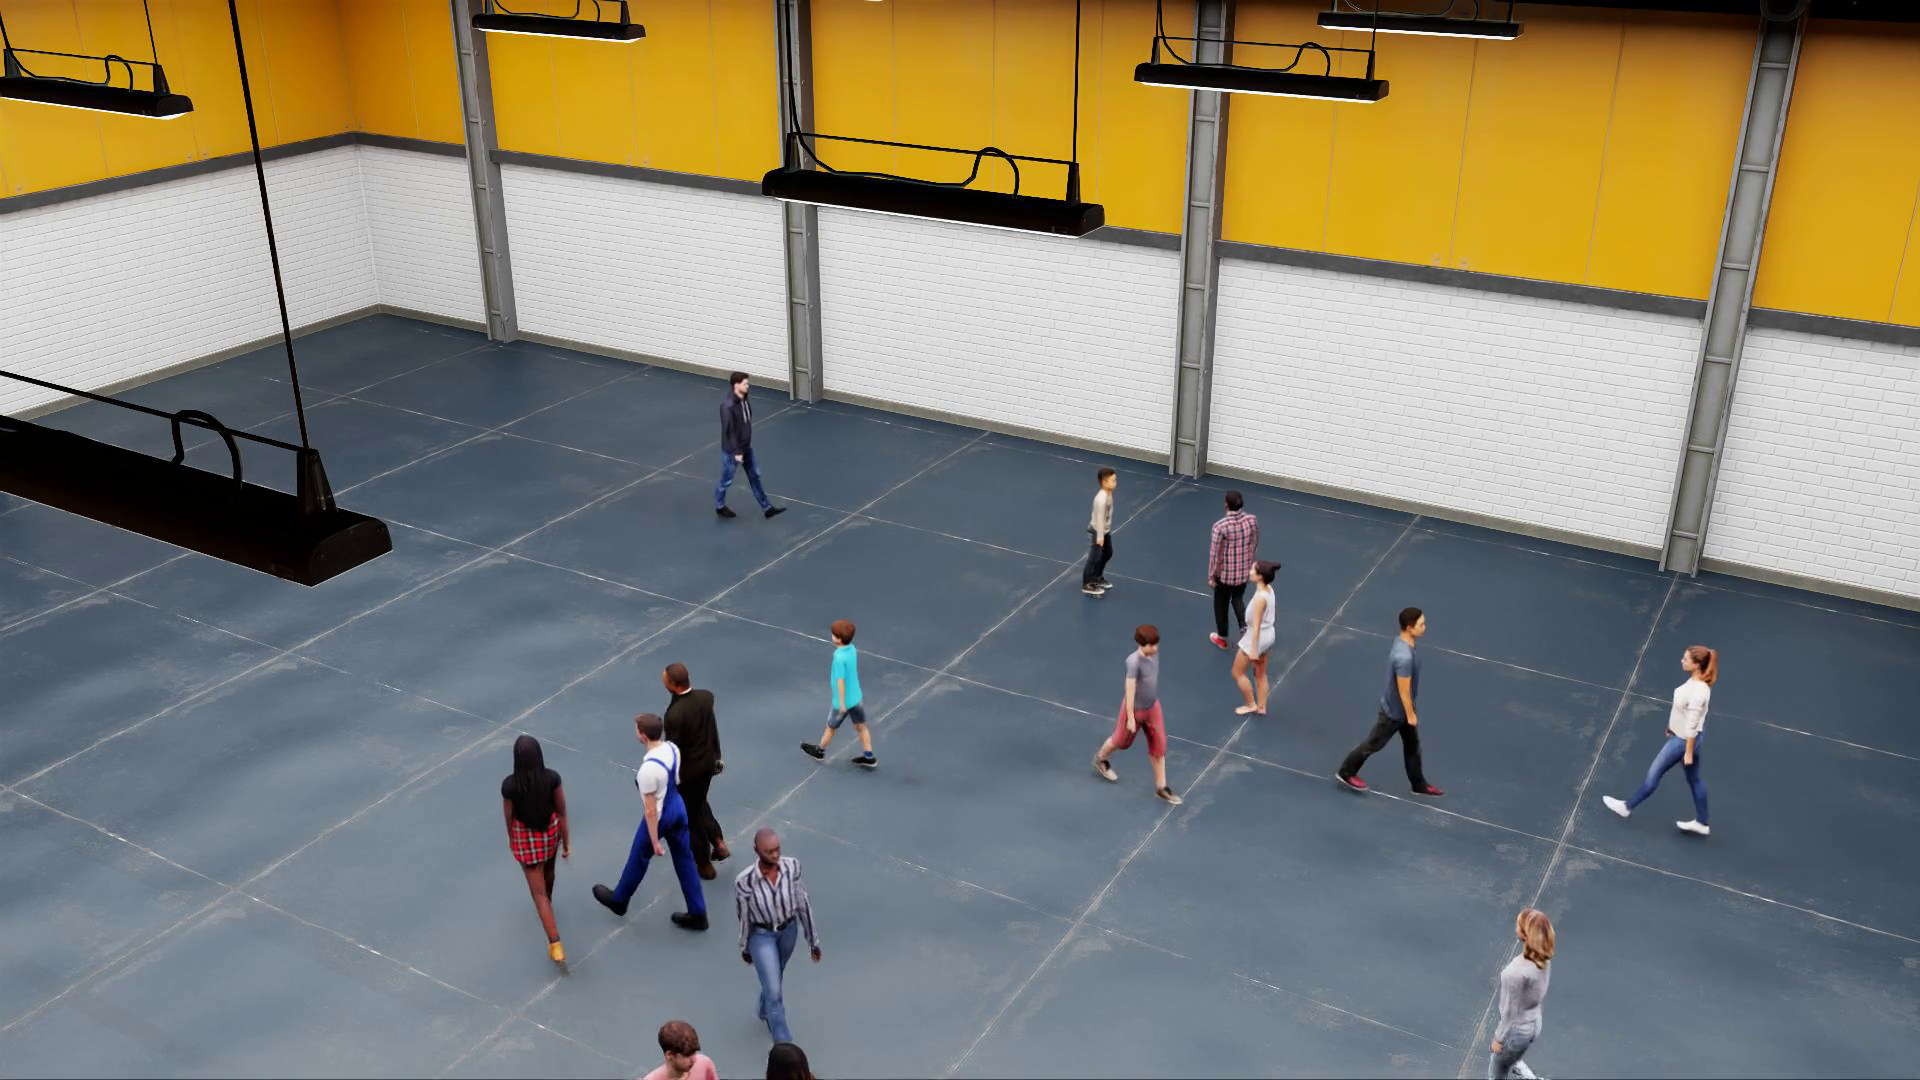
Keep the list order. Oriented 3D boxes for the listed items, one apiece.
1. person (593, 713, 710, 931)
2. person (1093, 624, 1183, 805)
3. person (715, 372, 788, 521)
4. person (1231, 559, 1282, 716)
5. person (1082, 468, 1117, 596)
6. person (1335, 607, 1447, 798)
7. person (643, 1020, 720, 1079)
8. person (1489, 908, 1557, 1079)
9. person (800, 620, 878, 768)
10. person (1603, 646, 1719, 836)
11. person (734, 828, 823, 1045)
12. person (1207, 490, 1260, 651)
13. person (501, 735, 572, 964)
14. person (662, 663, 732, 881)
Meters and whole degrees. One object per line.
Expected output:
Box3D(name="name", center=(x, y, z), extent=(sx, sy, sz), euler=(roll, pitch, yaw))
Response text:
Box3D(name="person", center=(-2.126, 2.138, 12.441), extent=(1.173, 1.811, 0.682), euler=(11, 26, 24))
Box3D(name="person", center=(1.469, 1.438, 14.288), extent=(0.836, 1.615, 1.230), euler=(-20, 30, -38))
Box3D(name="person", center=(-2.741, -1.086, 19.787), extent=(1.166, 1.834, 0.748), euler=(11, 26, 24))
Box3D(name="person", center=(2.842, 0.939, 15.451), extent=(0.608, 1.598, 0.602), euler=(10, 25, 21))
Box3D(name="person", center=(1.483, -0.102, 18.019), extent=(0.605, 1.449, 0.610), euler=(8, 25, 17))
Box3D(name="person", center=(3.630, 1.406, 14.169), extent=(1.187, 1.767, 0.744), euler=(9, 25, 20))
Box3D(name="person", center=(-1.607, 3.429, 9.333), extent=(0.766, 1.935, 1.003), euler=(-21, 31, -40))
Box3D(name="person", center=(3.535, 3.085, 10.314), extent=(0.913, 1.780, 0.717), euler=(21, 31, 39))
Box3D(name="person", center=(-0.932, 1.387, 14.657), extent=(0.962, 1.413, 0.624), euler=(9, 25, 19))
Box3D(name="person", center=(6.045, 1.684, 13.644), extent=(1.051, 1.680, 0.623), euler=(13, 27, 27))
Box3D(name="person", center=(-1.310, 2.675, 11.274), extent=(0.935, 1.762, 1.135), euler=(-16, 28, -32))
Box3D(name="person", center=(2.765, 0.332, 16.649), extent=(0.933, 1.750, 0.999), euler=(-9, 25, -21))
Box3D(name="person", center=(-3.090, 2.291, 12.258), extent=(0.990, 1.678, 1.273), euler=(-13, 27, -28))
Box3D(name="person", center=(-2.031, 1.837, 13.038), extent=(0.720, 1.884, 0.776), euler=(14, 27, 29))
